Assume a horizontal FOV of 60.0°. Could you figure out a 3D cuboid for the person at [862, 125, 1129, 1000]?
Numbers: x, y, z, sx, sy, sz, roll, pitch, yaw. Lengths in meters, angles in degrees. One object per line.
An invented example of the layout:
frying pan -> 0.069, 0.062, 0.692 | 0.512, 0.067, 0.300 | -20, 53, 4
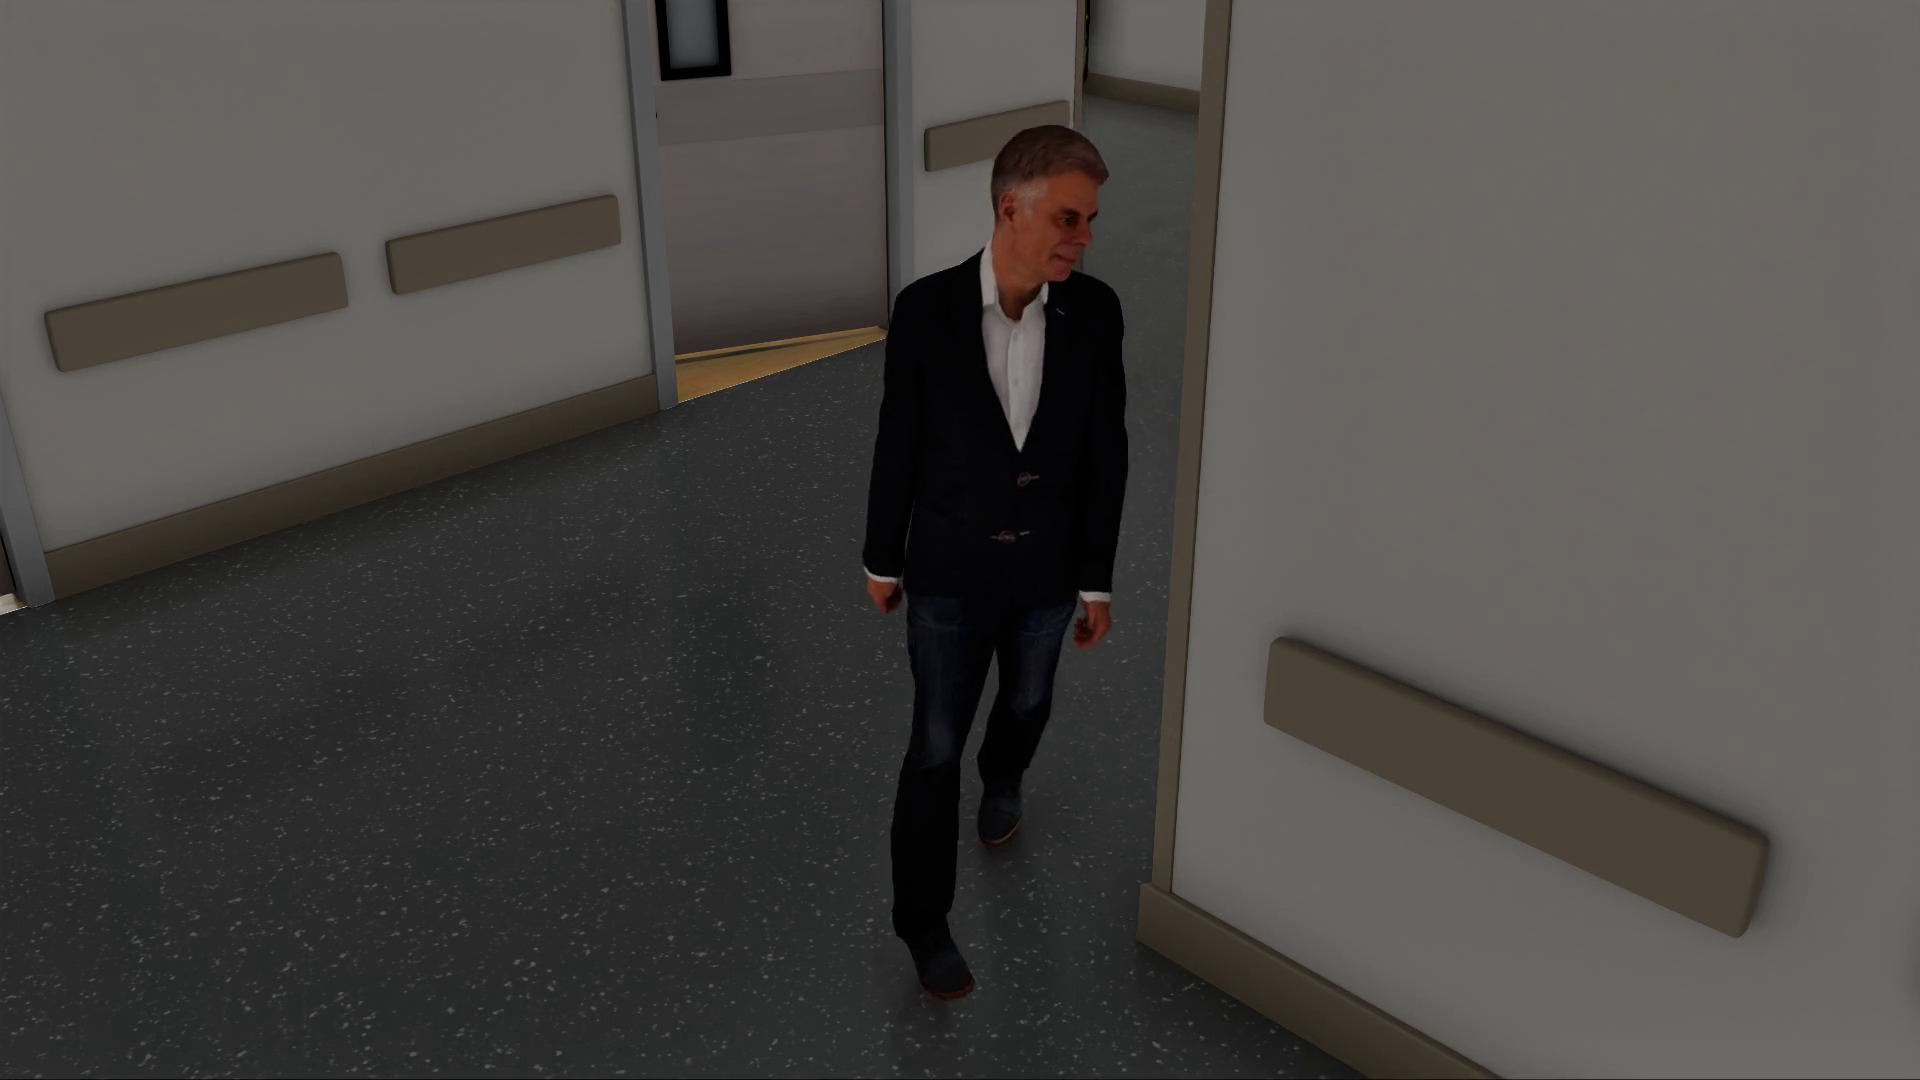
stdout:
person -> 0.107, 0.002, 3.598 | 1.174, 1.758, 1.173 | 0, 26, -1
